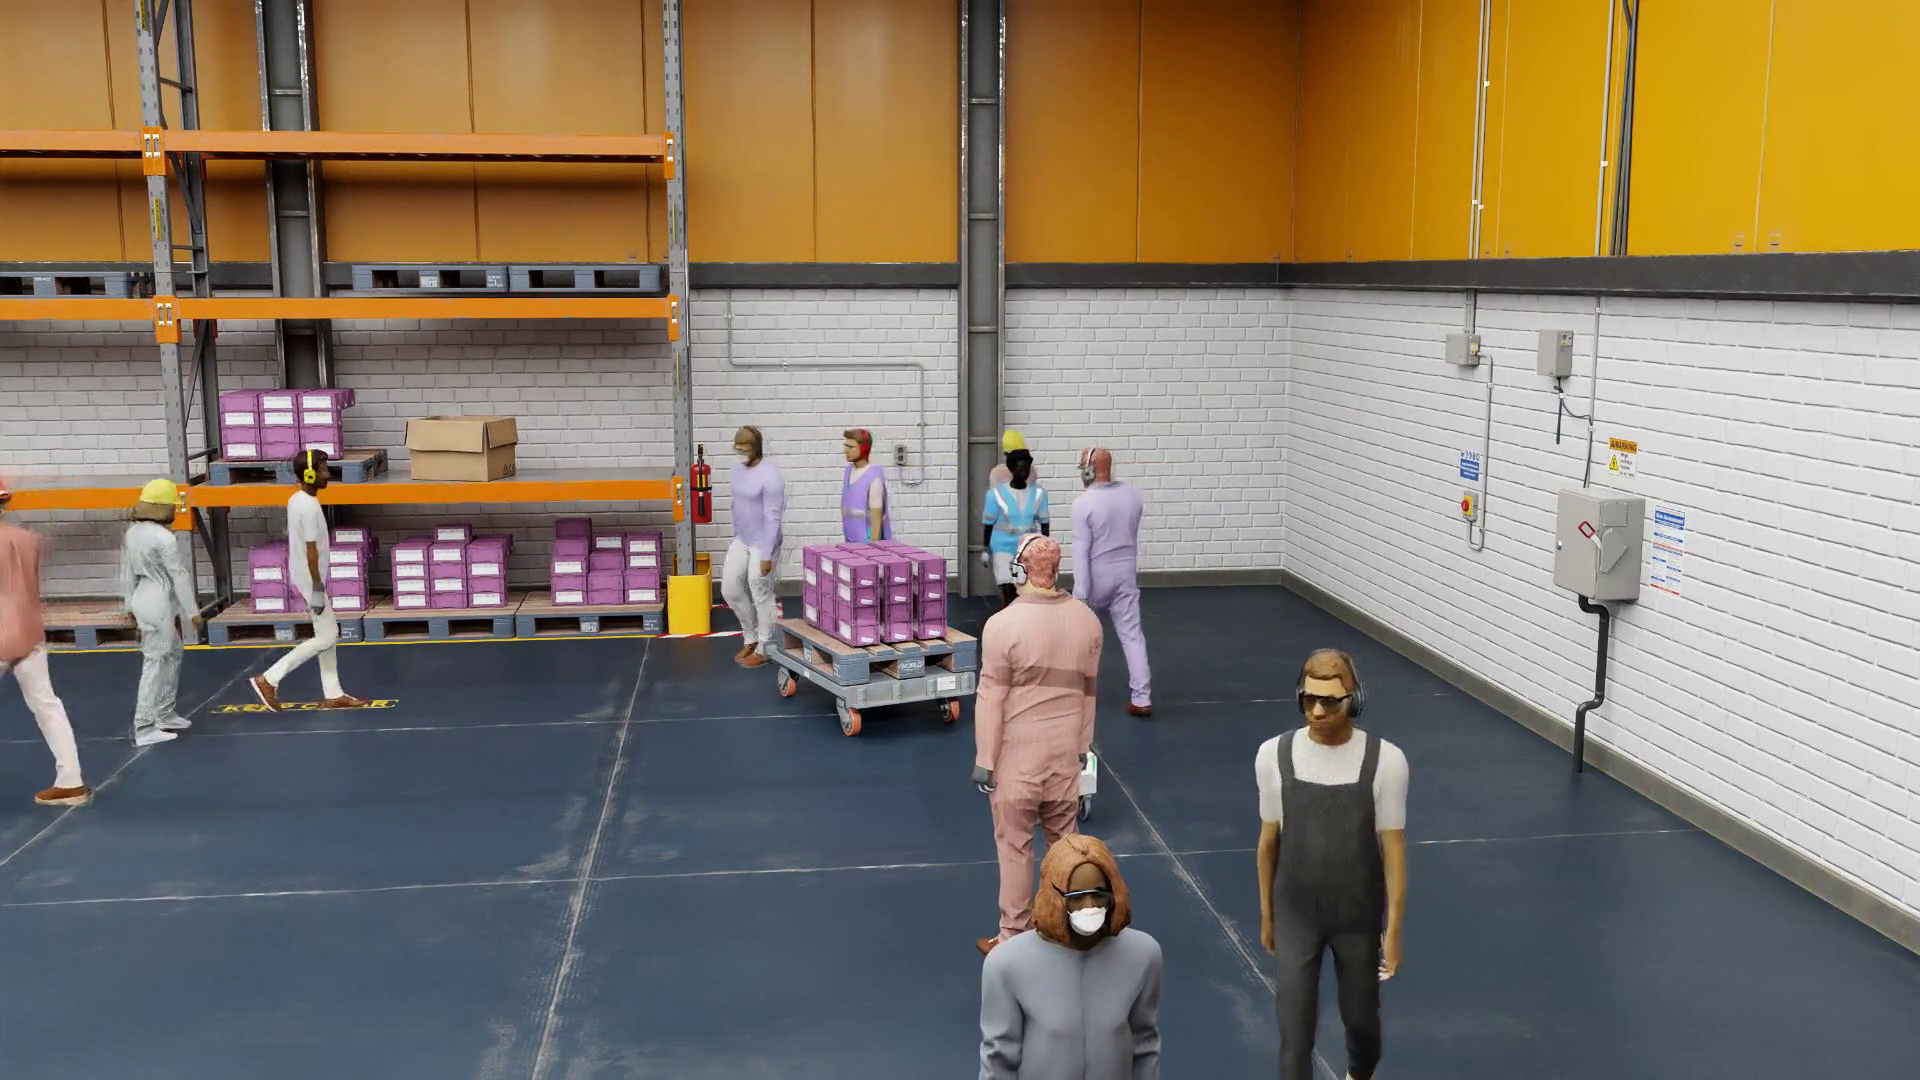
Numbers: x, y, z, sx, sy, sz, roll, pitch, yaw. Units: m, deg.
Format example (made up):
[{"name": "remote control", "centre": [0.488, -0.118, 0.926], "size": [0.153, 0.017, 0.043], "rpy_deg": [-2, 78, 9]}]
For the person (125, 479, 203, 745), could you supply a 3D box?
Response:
[{"name": "person", "centre": [-5.165, 0.460, 10.789], "size": [0.492, 1.711, 0.606], "rpy_deg": [7, 12, 39]}]

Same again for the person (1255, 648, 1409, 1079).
[{"name": "person", "centre": [1.247, 1.234, 5.609], "size": [0.510, 1.825, 0.824], "rpy_deg": [3, 10, 18]}]

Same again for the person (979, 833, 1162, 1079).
[{"name": "person", "centre": [0.289, 1.540, 4.275], "size": [0.497, 1.634, 0.279], "rpy_deg": [-3, 9, -16]}]

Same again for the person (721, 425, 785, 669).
[{"name": "person", "centre": [-1.566, 0.063, 12.661], "size": [0.449, 1.899, 0.714], "rpy_deg": [-8, 12, -39]}]

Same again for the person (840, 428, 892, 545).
[{"name": "person", "centre": [-0.772, 0.030, 13.055], "size": [0.436, 1.834, 0.589], "rpy_deg": [-5, 10, -27]}]

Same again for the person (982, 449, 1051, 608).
[{"name": "person", "centre": [0.467, 0.097, 13.198], "size": [0.543, 1.641, 0.863], "rpy_deg": [-3, 10, -20]}]

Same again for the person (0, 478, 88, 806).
[{"name": "person", "centre": [-5.465, 0.563, 9.425], "size": [1.034, 1.934, 0.653], "rpy_deg": [2, 9, 11]}]

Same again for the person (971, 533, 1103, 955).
[{"name": "person", "centre": [0.322, 0.915, 7.372], "size": [0.647, 1.901, 0.402], "rpy_deg": [-7, 11, -36]}]

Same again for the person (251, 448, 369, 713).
[{"name": "person", "centre": [-4.488, 0.297, 11.397], "size": [0.671, 1.847, 0.513], "rpy_deg": [-5, 10, -27]}]

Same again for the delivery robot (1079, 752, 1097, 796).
[{"name": "delivery robot", "centre": [0.506, 1.220, 9.339], "size": [0.477, 0.478, 0.707], "rpy_deg": [-2, 9, -16]}]

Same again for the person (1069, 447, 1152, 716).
[{"name": "person", "centre": [0.991, 0.277, 11.509], "size": [0.647, 1.848, 1.043], "rpy_deg": [-5, 11, -30]}]

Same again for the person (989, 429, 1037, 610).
[{"name": "person", "centre": [0.459, -0.095, 14.190], "size": [0.528, 1.723, 0.438], "rpy_deg": [-9, 13, -43]}]
